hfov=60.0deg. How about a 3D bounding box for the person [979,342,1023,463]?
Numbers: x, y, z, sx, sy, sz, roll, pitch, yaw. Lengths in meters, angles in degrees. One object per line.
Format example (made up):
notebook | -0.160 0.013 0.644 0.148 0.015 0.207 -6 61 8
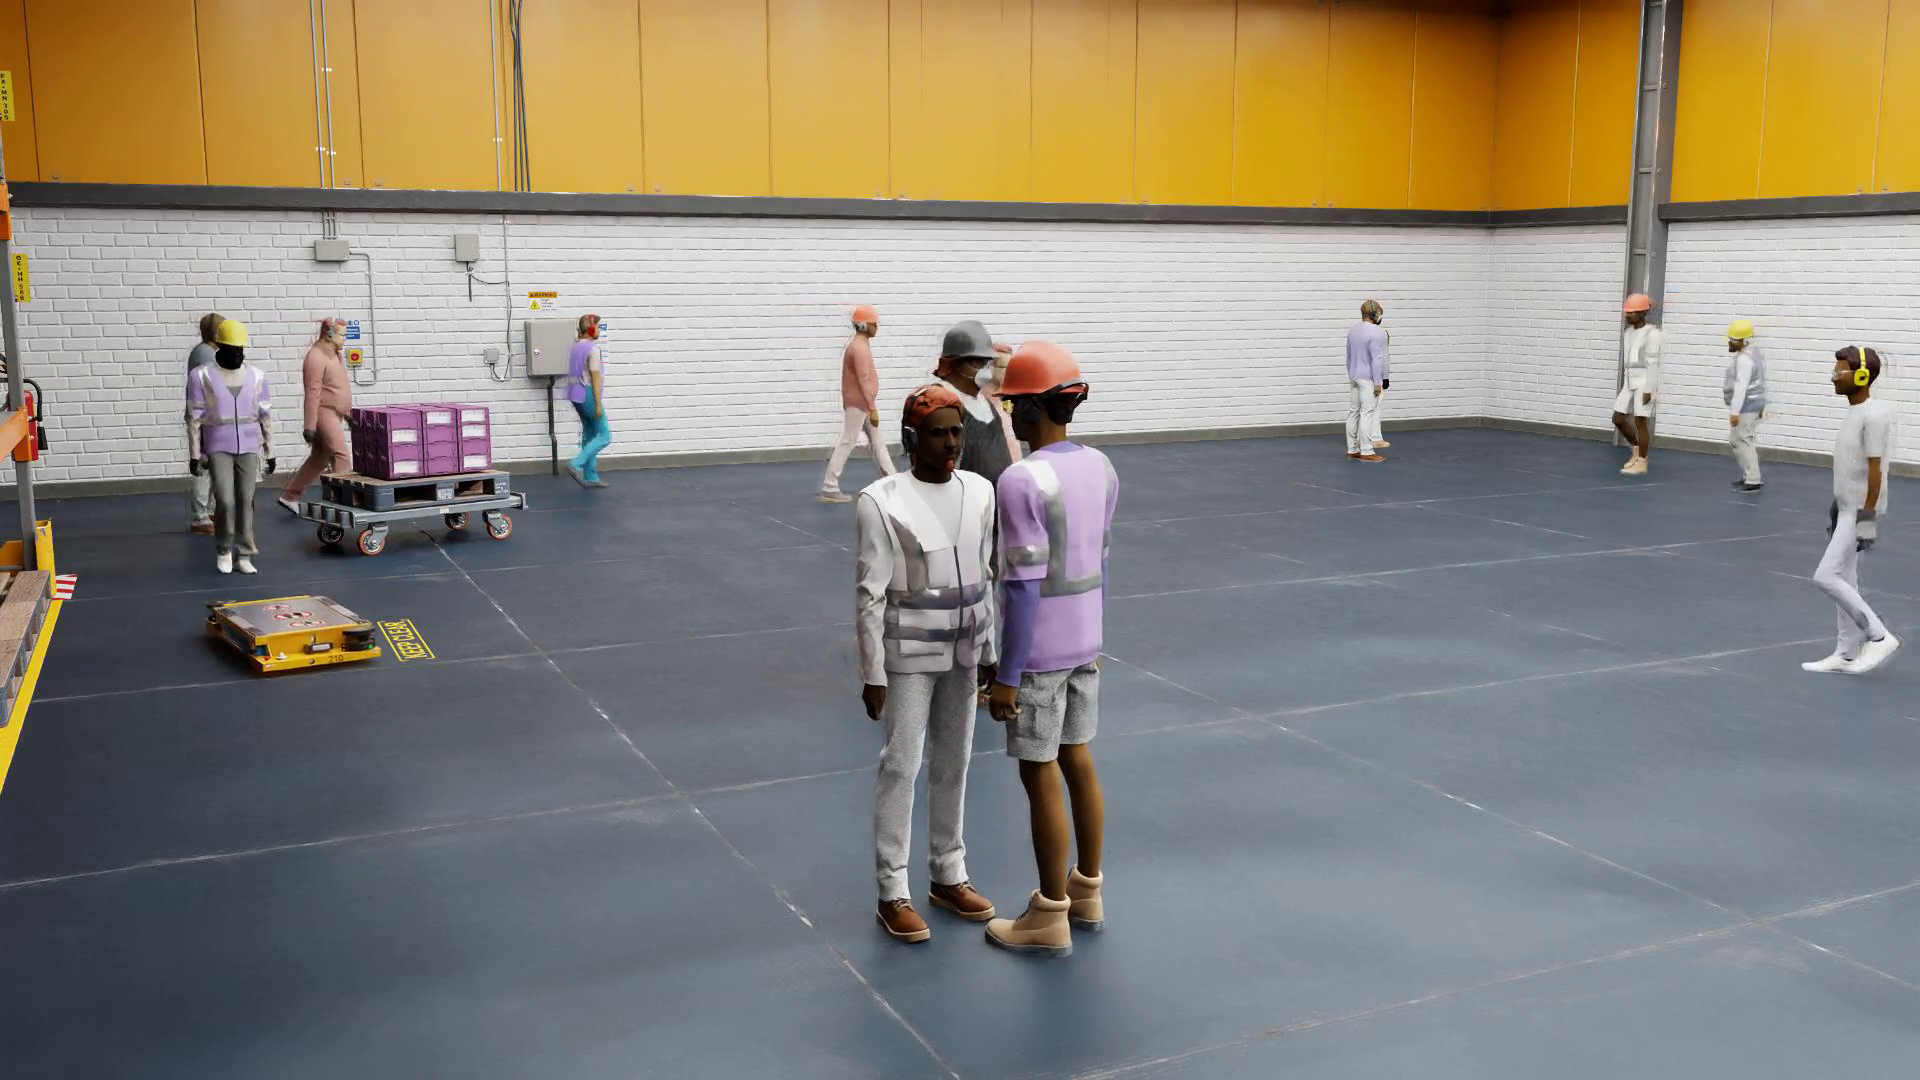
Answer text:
person | 0.228 -0.225 9.754 1.004 1.851 0.676 2 9 14

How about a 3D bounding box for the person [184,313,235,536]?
person | -6.414 -0.987 14.294 0.576 1.916 0.651 -4 10 -25

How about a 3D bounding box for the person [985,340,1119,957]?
person | 0.274 0.358 5.555 0.391 2.041 0.615 6 11 33

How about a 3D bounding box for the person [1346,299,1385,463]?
person | 4.837 -1.895 19.856 0.376 1.940 0.629 -3 10 -19

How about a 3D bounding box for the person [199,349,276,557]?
person | -5.721 -0.695 13.190 0.555 1.687 0.468 -8 12 -42

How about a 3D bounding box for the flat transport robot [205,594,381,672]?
flat transport robot | -4.018 0.531 9.961 0.652 0.197 1.431 -7 11 -35

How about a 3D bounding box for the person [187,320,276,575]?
person | -5.409 -0.678 12.394 0.617 1.907 0.419 -8 12 -41

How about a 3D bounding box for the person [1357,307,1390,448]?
person | 5.326 -2.116 21.526 0.429 1.845 0.621 -6 11 -33

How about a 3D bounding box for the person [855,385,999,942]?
person | -0.095 0.413 5.705 0.587 1.882 0.341 -7 12 -39

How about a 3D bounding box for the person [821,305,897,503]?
person | -0.897 -1.321 16.283 1.038 1.935 0.653 0 9 -1

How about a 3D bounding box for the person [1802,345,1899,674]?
person | 4.956 -0.149 9.262 0.406 1.858 0.554 3 9 15

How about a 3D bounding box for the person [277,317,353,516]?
person | -5.854 -1.106 15.194 0.880 1.868 0.661 -1 9 -8

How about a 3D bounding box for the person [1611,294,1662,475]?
person | 7.528 -1.719 18.531 0.449 2.026 0.604 -2 9 -14

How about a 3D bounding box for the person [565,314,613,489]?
person | -3.862 -1.424 17.256 0.458 1.829 0.603 -6 11 -34

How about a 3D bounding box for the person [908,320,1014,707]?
person | 0.017 -0.127 8.570 0.604 2.000 0.699 5 10 28

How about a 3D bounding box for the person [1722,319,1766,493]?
person | 8.023 -1.365 17.030 0.503 1.788 0.615 4 10 25
